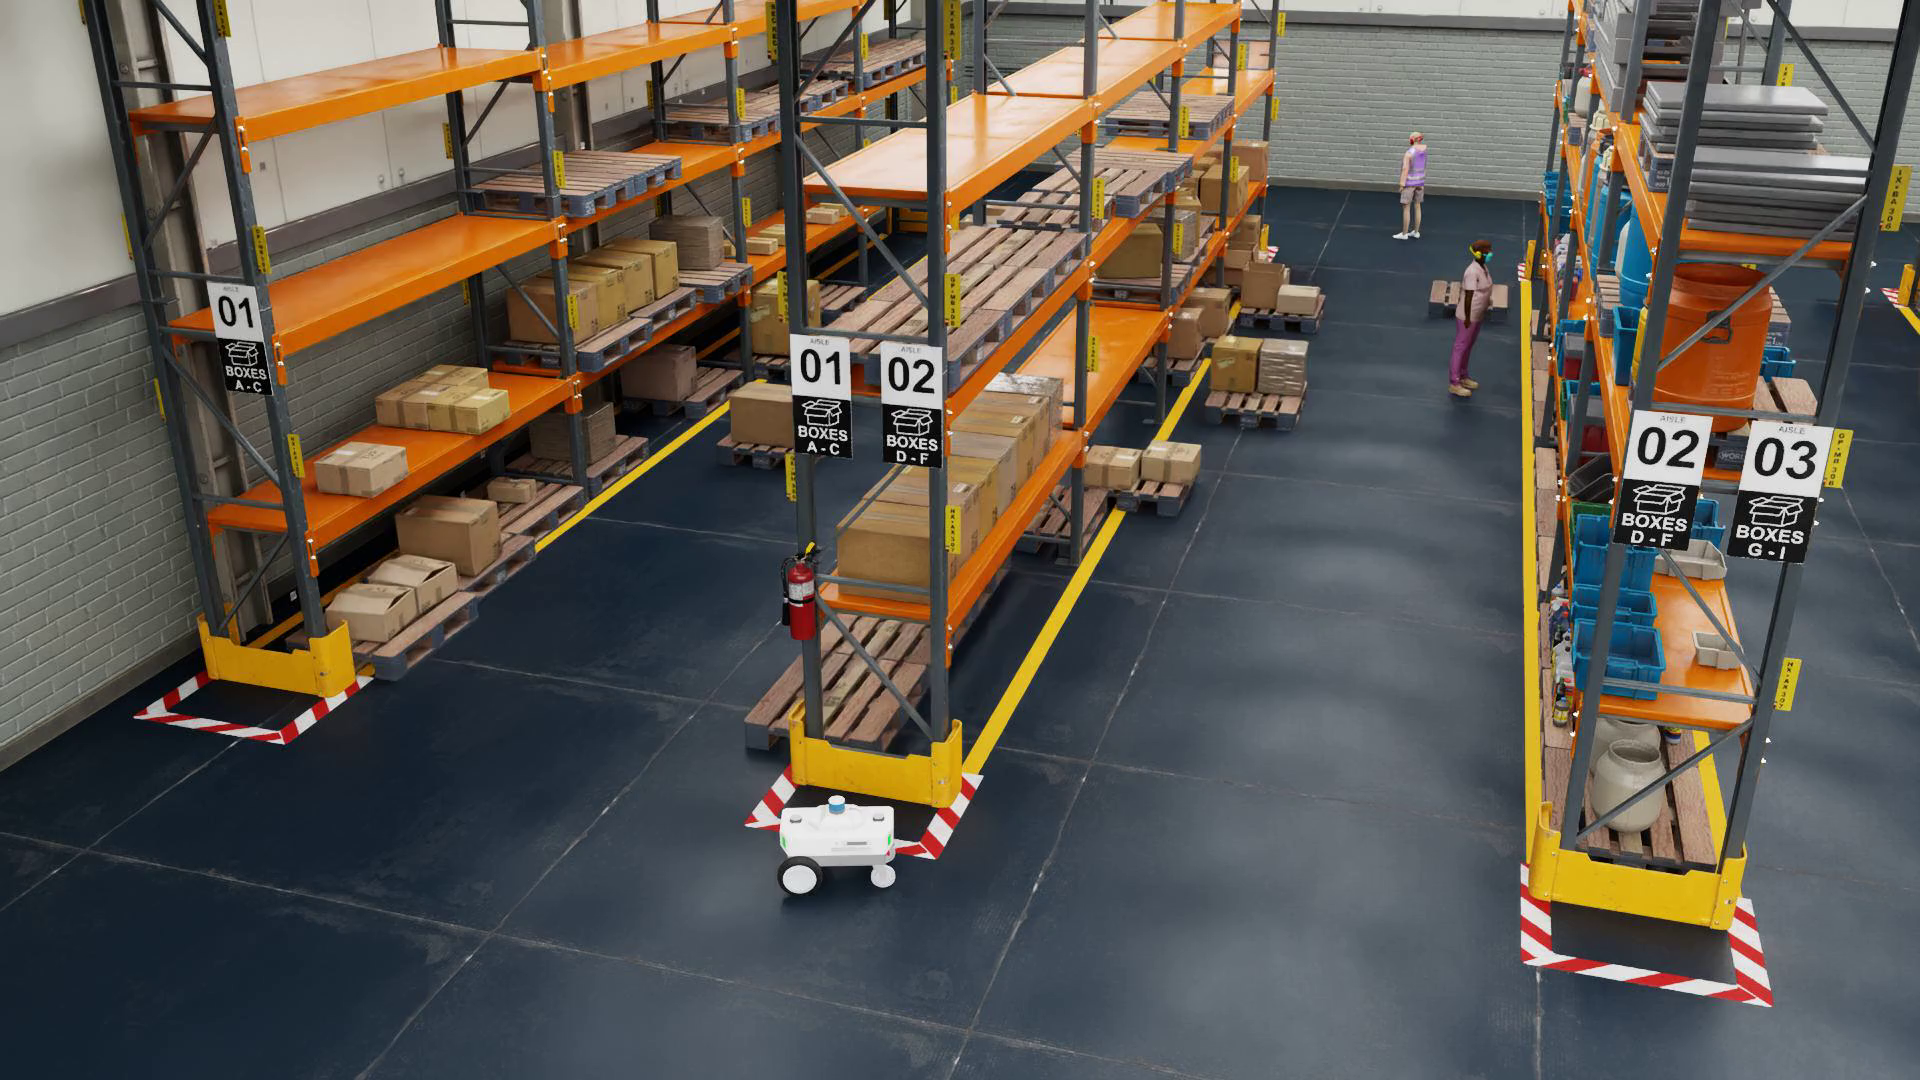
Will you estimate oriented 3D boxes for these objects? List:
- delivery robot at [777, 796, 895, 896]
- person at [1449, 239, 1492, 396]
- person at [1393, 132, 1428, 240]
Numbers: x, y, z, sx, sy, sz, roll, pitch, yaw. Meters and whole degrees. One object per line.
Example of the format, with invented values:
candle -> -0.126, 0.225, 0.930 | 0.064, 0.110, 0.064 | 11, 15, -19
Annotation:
delivery robot -> -0.800, 1.895, 10.441 | 0.791, 0.614, 0.499 | -1, 23, -2
person -> 5.927, -2.588, 19.239 | 0.336, 1.801, 0.524 | 15, 28, 31
person -> 7.185, -5.622, 26.421 | 0.489, 1.688, 0.349 | -14, 27, -29
